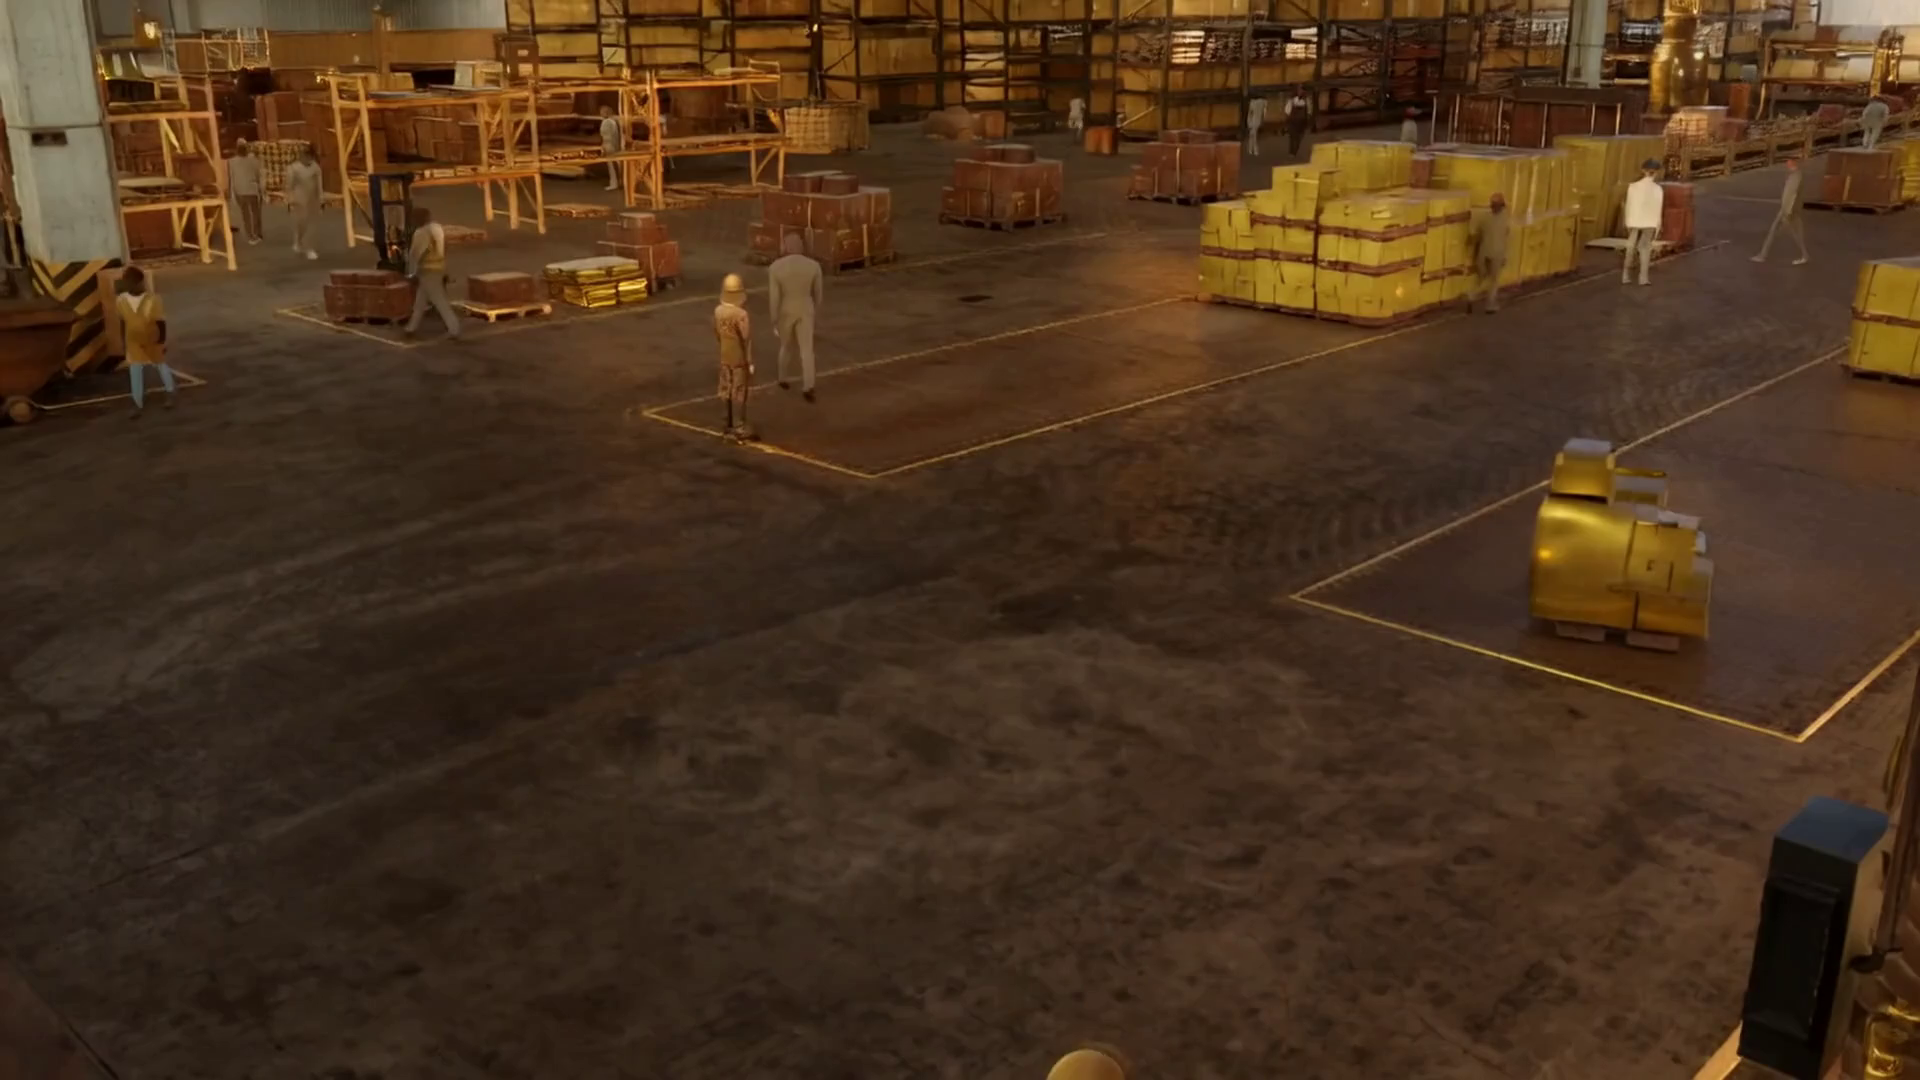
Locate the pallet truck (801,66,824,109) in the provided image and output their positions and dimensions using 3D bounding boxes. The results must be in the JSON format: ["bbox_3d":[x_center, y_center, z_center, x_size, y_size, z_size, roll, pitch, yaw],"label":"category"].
[{"bbox_3d":[-4.812,-15.182,56.903,0.823,1.965,1.885,-9,21,-26],"label":"pallet truck"}]

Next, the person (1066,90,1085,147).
[{"bbox_3d":[3.427,-12.519,49.420,0.539,1.655,0.873,14,23,36],"label":"person"}]

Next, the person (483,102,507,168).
[{"bbox_3d":[-11.548,-9.994,41.405,0.587,1.913,0.392,-1,18,-2],"label":"person"}]

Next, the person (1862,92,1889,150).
[{"bbox_3d":[25.332,-11.466,46.005,0.612,1.798,0.818,15,23,38],"label":"person"}]

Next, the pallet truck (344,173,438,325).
[{"bbox_3d":[-8.209,-4.181,23.757,0.823,1.965,1.885,3,19,9],"label":"pallet truck"}]

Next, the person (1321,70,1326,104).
[{"bbox_3d":[14.728,-18.671,68.019,0.493,1.609,0.754,-5,19,-15],"label":"person"}]

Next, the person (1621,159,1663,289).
[{"bbox_3d":[10.710,-4.948,26.074,0.378,1.995,0.612,-13,22,-35],"label":"person"}]

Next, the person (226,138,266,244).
[{"bbox_3d":[-13.098,-6.398,30.564,0.620,1.911,0.419,-6,19,-18],"label":"person"}]

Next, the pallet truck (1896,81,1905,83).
[{"bbox_3d":[34.802,-16.331,61.455,0.653,1.274,1.630,17,25,41],"label":"pallet truck"}]

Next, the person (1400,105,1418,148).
[{"bbox_3d":[10.588,-9.356,39.498,0.551,1.915,0.881,-12,22,-32],"label":"person"}]

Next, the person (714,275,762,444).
[{"bbox_3d":[-2.314,-1.869,17.189,0.487,1.744,0.312,14,23,37],"label":"person"}]

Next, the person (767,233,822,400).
[{"bbox_3d":[-1.879,-2.577,19.112,0.649,1.885,1.041,-6,19,-17],"label":"person"}]

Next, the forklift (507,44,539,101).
[{"bbox_3d":[-13.992,-14.562,53.656,1.873,2.768,1.129,17,25,41],"label":"forklift"}]

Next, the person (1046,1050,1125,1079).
[{"bbox_3d":[0.401,2.203,4.677,0.592,1.902,0.845,6,19,18],"label":"person"}]

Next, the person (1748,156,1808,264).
[{"bbox_3d":[14.119,-5.615,28.361,0.980,1.823,0.512,-1,18,-2],"label":"person"}]

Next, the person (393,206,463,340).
[{"bbox_3d":[-7.163,-3.548,22.195,1.012,1.771,0.614,1,18,2],"label":"person"}]

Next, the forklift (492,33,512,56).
[{"bbox_3d":[-18.164,-18.751,66.277,1.129,2.768,1.873,17,25,41],"label":"forklift"}]

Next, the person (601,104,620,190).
[{"bbox_3d":[-8.173,-9.168,38.836,0.371,1.963,0.608,3,19,8],"label":"person"}]

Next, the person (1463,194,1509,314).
[{"bbox_3d":[7.571,-4.084,23.855,0.666,1.743,0.532,-16,24,-40],"label":"person"}]

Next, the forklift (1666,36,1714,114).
[{"bbox_3d":[27.341,-17.291,61.877,1.129,2.768,1.873,17,25,41],"label":"forklift"}]

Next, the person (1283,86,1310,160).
[{"bbox_3d":[9.282,-11.537,45.855,0.715,2.000,1.044,0,18,0],"label":"person"}]

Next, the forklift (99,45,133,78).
[{"bbox_3d":[-26.334,-14.077,52.195,1.873,2.768,1.129,6,19,18],"label":"forklift"}]

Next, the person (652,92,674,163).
[{"bbox_3d":[-8.082,-11.044,44.594,0.568,1.890,0.934,-16,24,-39],"label":"person"}]

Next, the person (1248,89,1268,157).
[{"bbox_3d":[8.322,-11.689,46.619,0.561,1.840,0.383,-3,19,-8],"label":"person"}]

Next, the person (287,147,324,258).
[{"bbox_3d":[-11.459,-5.902,29.095,0.552,1.901,0.710,16,24,39],"label":"person"}]

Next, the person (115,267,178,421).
[{"bbox_3d":[-8.967,-2.196,18.331,0.534,1.647,0.905,-2,18,-6],"label":"person"}]

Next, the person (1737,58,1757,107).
[{"bbox_3d":[31.079,-18.046,65.662,0.738,1.919,0.633,-10,21,-27],"label":"person"}]
